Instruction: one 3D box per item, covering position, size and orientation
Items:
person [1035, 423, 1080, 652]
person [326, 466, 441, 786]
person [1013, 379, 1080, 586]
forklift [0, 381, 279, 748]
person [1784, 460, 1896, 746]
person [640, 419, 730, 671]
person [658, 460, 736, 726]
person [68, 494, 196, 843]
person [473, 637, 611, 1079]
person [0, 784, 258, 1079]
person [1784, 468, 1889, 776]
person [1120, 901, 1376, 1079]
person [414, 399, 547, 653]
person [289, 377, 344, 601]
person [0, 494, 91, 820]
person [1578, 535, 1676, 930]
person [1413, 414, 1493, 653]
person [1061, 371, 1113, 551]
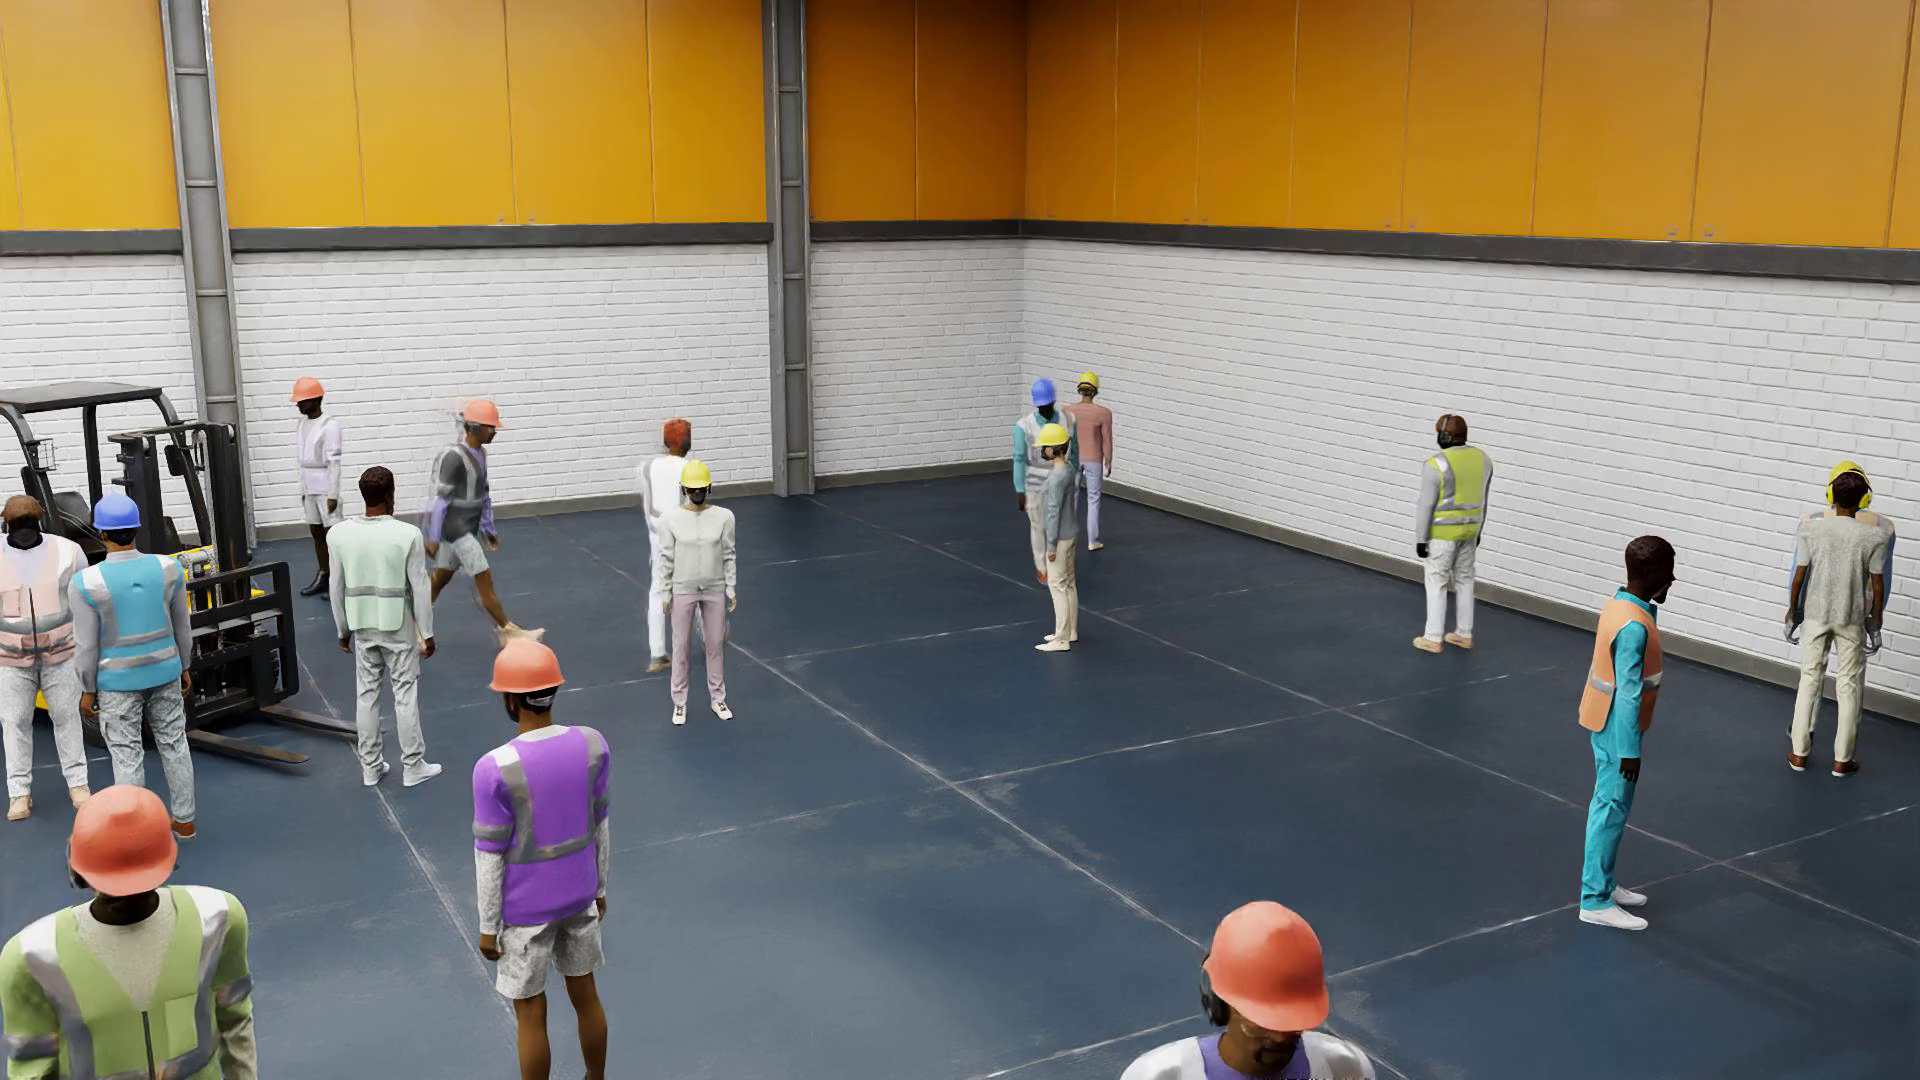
[{"bbox_3d":[0.736,-0.020,12.733,0.339,1.761,0.530,4,13,16],"label":"person"},{"bbox_3d":[-3.403,0.517,9.826,0.600,1.917,0.377,1,12,6],"label":"person"},{"bbox_3d":[0.760,-0.480,14.574,0.637,1.885,0.761,-2,12,-11],"label":"person"},{"bbox_3d":[-5.853,0.085,11.199,2.313,2.155,1.214,7,14,28],"label":"forklift"},{"bbox_3d":[5.559,0.406,10.559,0.601,1.827,0.403,2,12,9],"label":"person"},{"bbox_3d":[-2.090,0.004,12.432,0.600,1.828,0.982,5,13,20],"label":"person"},{"bbox_3d":[-1.728,0.342,11.007,0.523,1.769,0.310,-4,13,-20],"label":"person"},{"bbox_3d":[-4.368,0.716,8.822,0.385,1.948,0.603,10,16,40],"label":"person"},{"bbox_3d":[-1.540,1.303,6.123,0.388,1.930,0.544,11,16,42],"label":"person"},{"bbox_3d":[-2.157,1.610,4.438,0.608,2.032,0.405,-10,15,-38],"label":"person"},{"bbox_3d":[5.282,0.497,10.047,0.532,1.865,0.311,7,14,31],"label":"person"},{"bbox_3d":[0.638,1.762,3.715,0.628,2.040,0.411,-3,12,-13],"label":"person"},{"bbox_3d":[-3.782,-0.093,12.628,1.137,1.951,0.613,-1,12,-3],"label":"person"},{"bbox_3d":[-5.524,-0.444,14.304,0.558,1.929,0.375,8,15,34],"label":"person"},{"bbox_3d":[-5.220,0.647,9.404,0.622,1.843,0.429,-7,14,-31],"label":"person"},{"bbox_3d":[3.183,0.911,8.009,0.397,1.911,0.587,4,13,18],"label":"person"},{"bbox_3d":[3.733,-0.049,12.688,0.641,1.831,0.430,-5,13,-22],"label":"person"},{"bbox_3d":[1.233,-0.768,16.241,0.531,1.755,0.343,4,13,16],"label":"person"}]
